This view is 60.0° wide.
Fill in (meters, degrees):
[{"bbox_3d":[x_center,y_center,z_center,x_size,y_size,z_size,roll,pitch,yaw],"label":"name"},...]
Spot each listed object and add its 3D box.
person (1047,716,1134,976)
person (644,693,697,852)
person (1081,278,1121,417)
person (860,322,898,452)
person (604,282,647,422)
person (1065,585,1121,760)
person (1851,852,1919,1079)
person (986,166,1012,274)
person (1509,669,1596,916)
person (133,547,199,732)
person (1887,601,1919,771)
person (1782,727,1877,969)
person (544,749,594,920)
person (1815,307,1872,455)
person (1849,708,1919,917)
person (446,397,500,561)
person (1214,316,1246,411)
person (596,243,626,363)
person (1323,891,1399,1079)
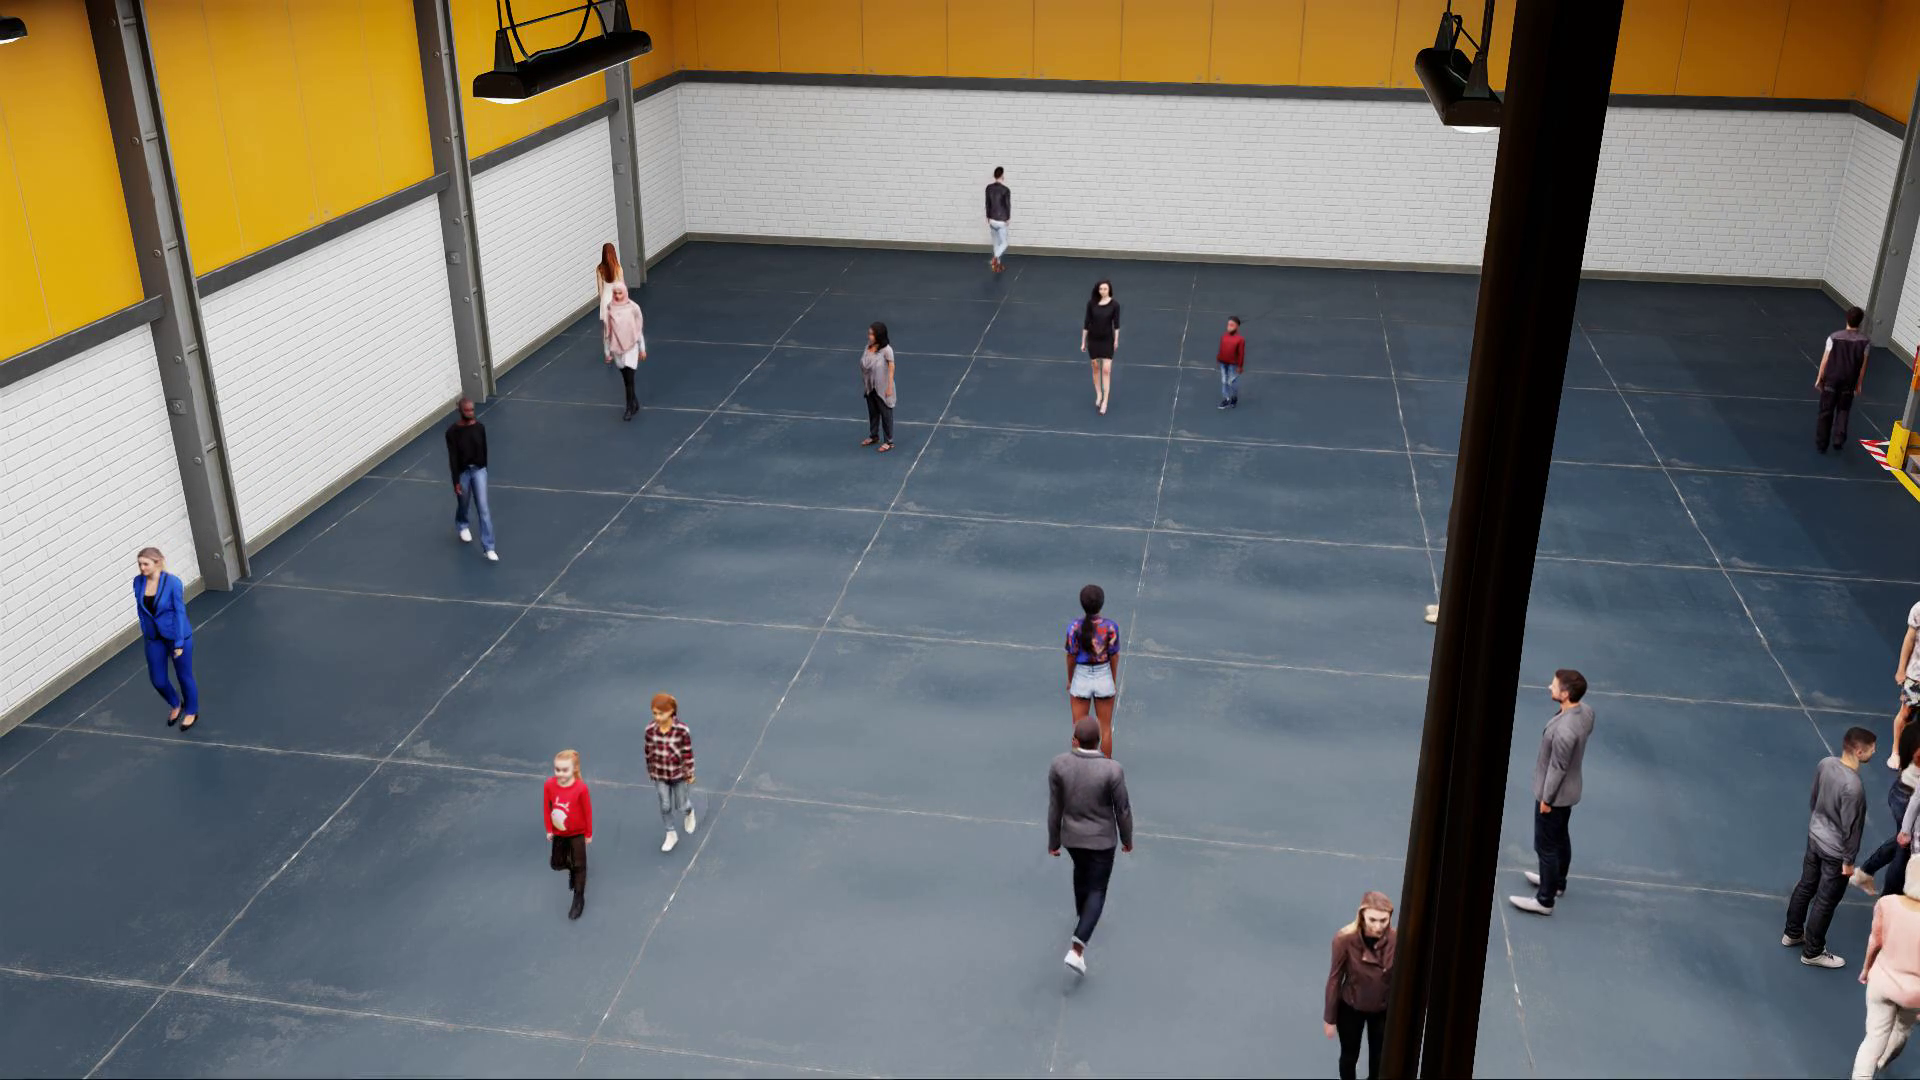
[{"bbox_3d":[0.846,2.060,11.183,0.913,1.790,1.186,11,26,24],"label":"person"},{"bbox_3d":[-2.169,1.713,12.593,0.537,1.295,0.629,3,24,8],"label":"person"},{"bbox_3d":[1.856,-2.565,21.773,0.667,1.781,0.917,7,25,16],"label":"person"},{"bbox_3d":[-0.996,-1.922,20.512,0.761,1.612,0.809,21,31,39],"label":"person"},{"bbox_3d":[-4.319,-2.469,21.563,0.713,1.773,1.044,2,24,4],"label":"person"},{"bbox_3d":[1.054,1.160,13.294,0.595,1.748,0.526,2,24,5],"label":"person"},{"bbox_3d":[5.551,2.712,9.850,1.178,1.663,1.018,-18,30,-36],"label":"person"},{"bbox_3d":[0.621,-5.388,28.183,0.840,1.820,0.984,14,27,28],"label":"person"},{"bbox_3d":[4.232,1.764,11.763,0.824,1.867,0.680,17,29,33],"label":"person"},{"bbox_3d":[-6.694,0.808,14.173,0.654,1.687,0.642,1,24,2],"label":"person"},{"bbox_3d":[7.909,1.033,13.507,0.705,1.810,0.630,8,25,17],"label":"person"},{"bbox_3d":[5.884,2.053,11.227,0.732,1.766,0.569,-2,24,-5],"label":"person"},{"bbox_3d":[-2.771,2.043,11.861,0.522,1.277,0.691,2,24,5],"label":"person"},{"bbox_3d":[10.687,-1.899,20.178,0.682,1.839,0.690,7,25,16],"label":"person"},{"bbox_3d":[6.569,1.864,11.617,0.753,1.800,0.682,7,25,17],"label":"person"},{"bbox_3d":[-5.220,-0.685,17.567,1.111,1.706,1.195,-15,28,-30],"label":"person"},{"bbox_3d":[3.585,-2.353,21.954,0.579,1.248,0.610,19,30,36],"label":"person"},{"bbox_3d":[-4.968,-3.397,23.766,0.566,1.710,0.525,3,24,6],"label":"person"},{"bbox_3d":[2.383,2.723,9.785,0.624,1.693,0.545,4,24,9],"label":"person"}]
